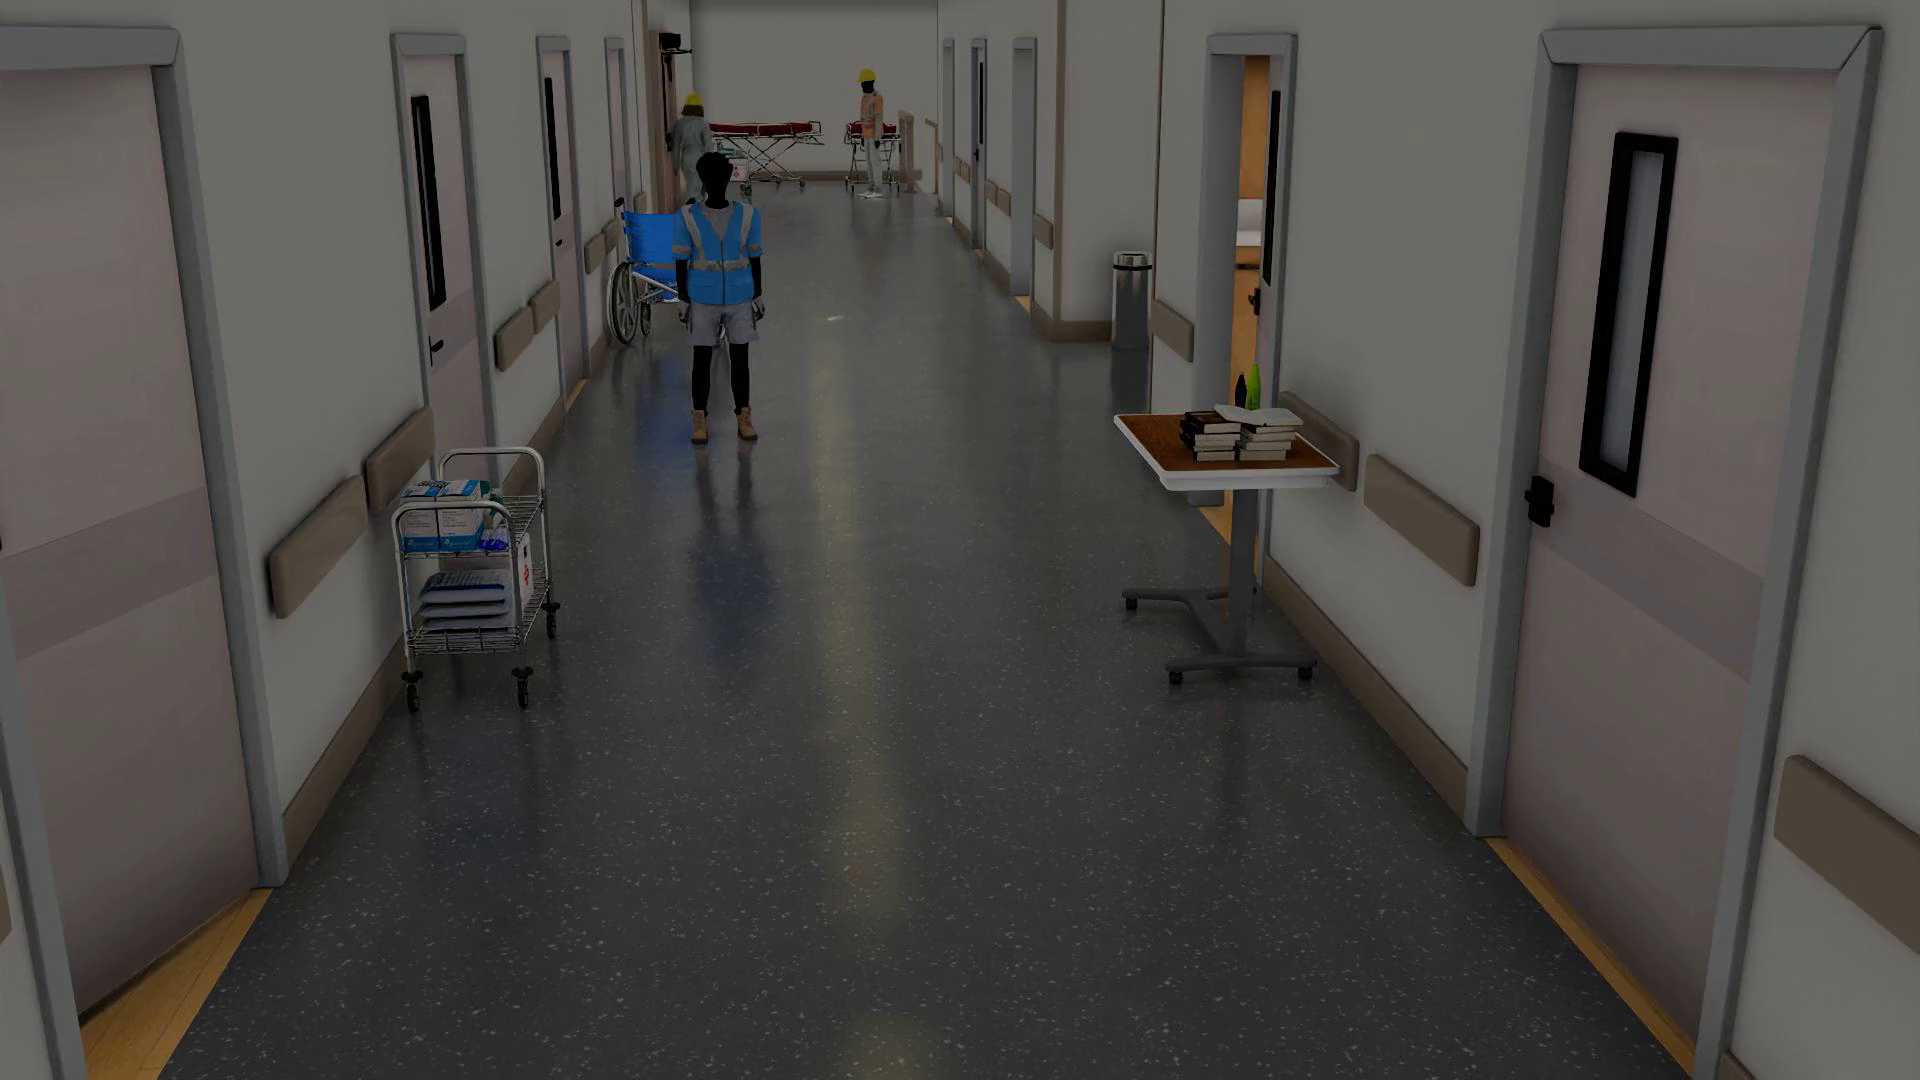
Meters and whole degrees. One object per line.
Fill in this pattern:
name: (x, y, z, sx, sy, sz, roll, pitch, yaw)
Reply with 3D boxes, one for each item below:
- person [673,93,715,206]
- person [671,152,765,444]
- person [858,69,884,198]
person: (-3.257, -4.658, 20.601, 0.508, 1.687, 0.912, 7, 18, 22)
person: (-1.406, -1.411, 9.753, 0.542, 1.695, 0.316, -5, 17, -16)
person: (-1.362, -6.166, 25.272, 0.397, 1.918, 0.586, -8, 18, -24)
